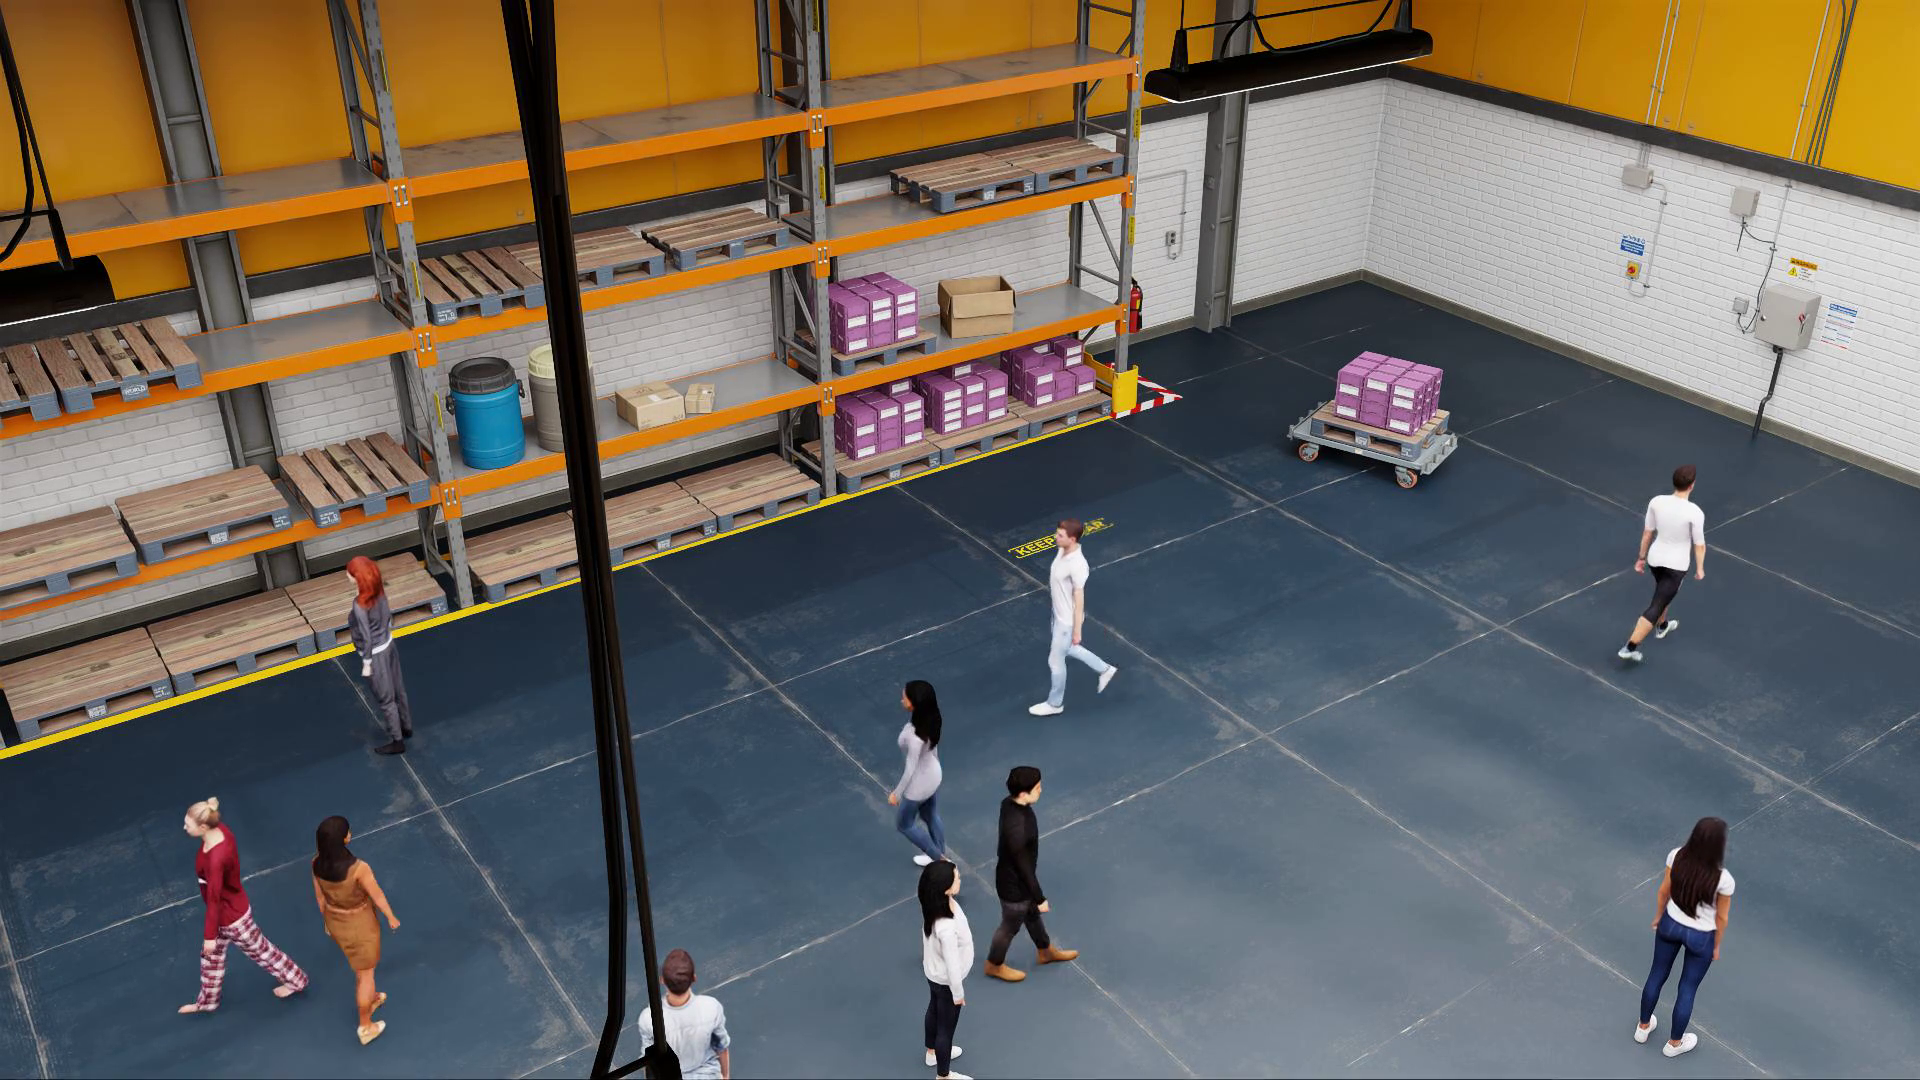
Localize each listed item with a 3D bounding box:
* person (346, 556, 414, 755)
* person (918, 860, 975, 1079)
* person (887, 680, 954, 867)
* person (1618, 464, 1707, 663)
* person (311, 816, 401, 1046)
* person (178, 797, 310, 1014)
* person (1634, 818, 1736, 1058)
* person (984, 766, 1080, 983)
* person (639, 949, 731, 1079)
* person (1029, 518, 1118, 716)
[{"bbox_3d":[-4.665,0.910,13.328,0.684,1.780,0.648,2,29,4],"label":"person"},{"bbox_3d":[-0.102,2.650,10.221,0.663,1.701,0.683,-8,30,-14],"label":"person"},{"bbox_3d":[-0.197,1.766,11.823,0.863,1.719,0.804,12,31,20],"label":"person"},{"bbox_3d":[6.139,0.239,14.518,1.207,1.819,0.674,-18,33,-29],"label":"person"},{"bbox_3d":[-3.878,2.511,10.508,0.720,1.670,0.779,11,31,20],"label":"person"},{"bbox_3d":[-4.641,2.381,10.762,1.090,1.654,0.777,-12,31,-21],"label":"person"},{"bbox_3d":[4.559,2.484,10.449,0.536,1.775,0.607,-22,36,-35],"label":"person"},{"bbox_3d":[0.318,2.231,10.983,1.019,1.706,0.941,2,29,4],"label":"person"},{"bbox_3d":[-1.518,3.046,9.341,0.621,1.848,0.777,-7,29,-13],"label":"person"},{"bbox_3d":[0.967,0.629,13.787,1.116,1.834,0.943,-4,29,-7],"label":"person"}]
